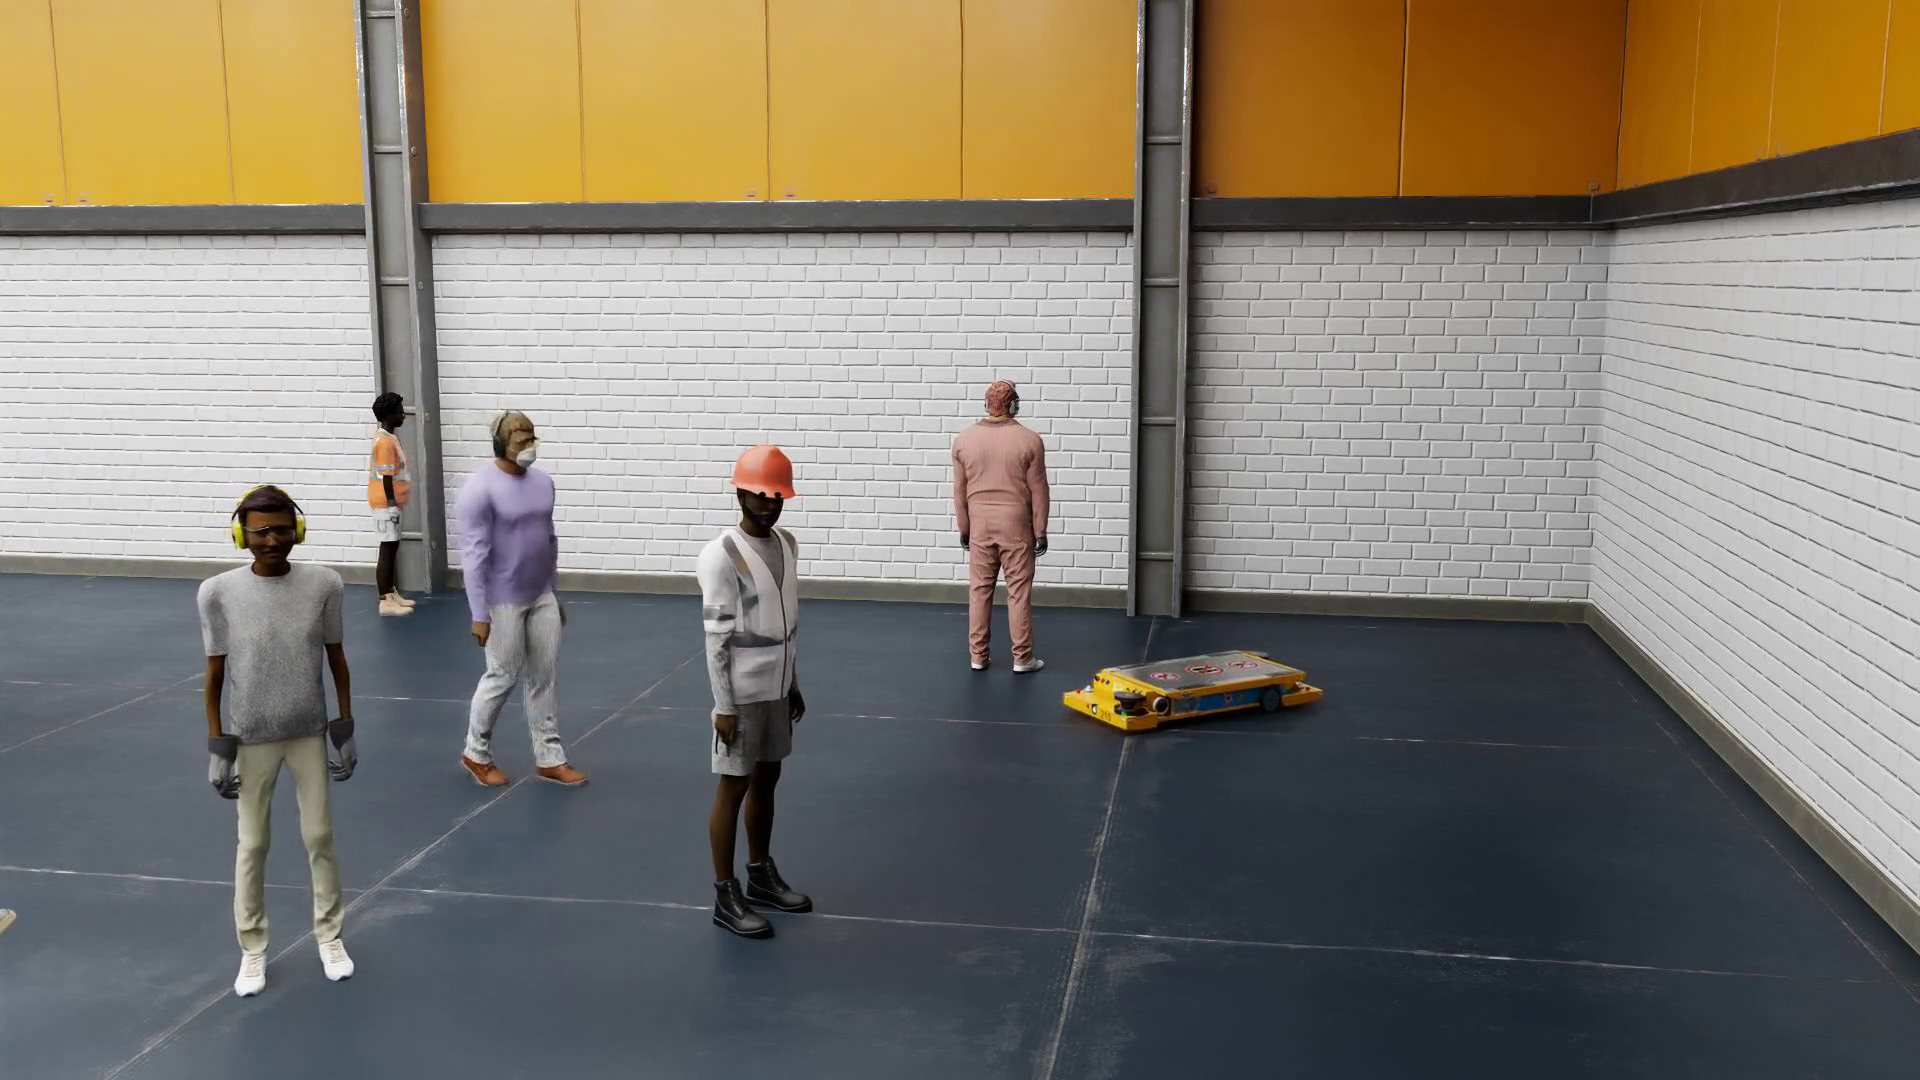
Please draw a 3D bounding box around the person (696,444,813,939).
[{"bbox_3d":[-0.789,0.582,6.590,0.376,1.934,0.546,5,11,30],"label":"person"}]

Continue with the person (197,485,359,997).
[{"bbox_3d":[-2.450,0.714,6.015,0.507,1.860,0.348,-5,10,-28],"label":"person"}]

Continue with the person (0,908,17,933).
[{"bbox_3d":[-3.967,0.733,5.921,0.958,1.838,0.603,-4,10,-23],"label":"person"}]

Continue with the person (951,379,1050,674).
[{"bbox_3d":[0.279,-0.081,10.762,0.643,1.909,0.409,3,10,20],"label":"person"}]

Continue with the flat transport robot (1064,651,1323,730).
[{"bbox_3d":[1.395,0.876,9.888,1.431,0.197,0.652,-5,11,-29],"label":"flat transport robot"}]

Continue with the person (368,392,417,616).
[{"bbox_3d":[-4.319,-0.273,12.618,0.319,1.695,0.534,-2,9,-14],"label":"person"}]

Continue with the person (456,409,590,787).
[{"bbox_3d":[-2.228,0.309,8.351,0.572,1.947,0.637,5,10,26],"label":"person"}]
